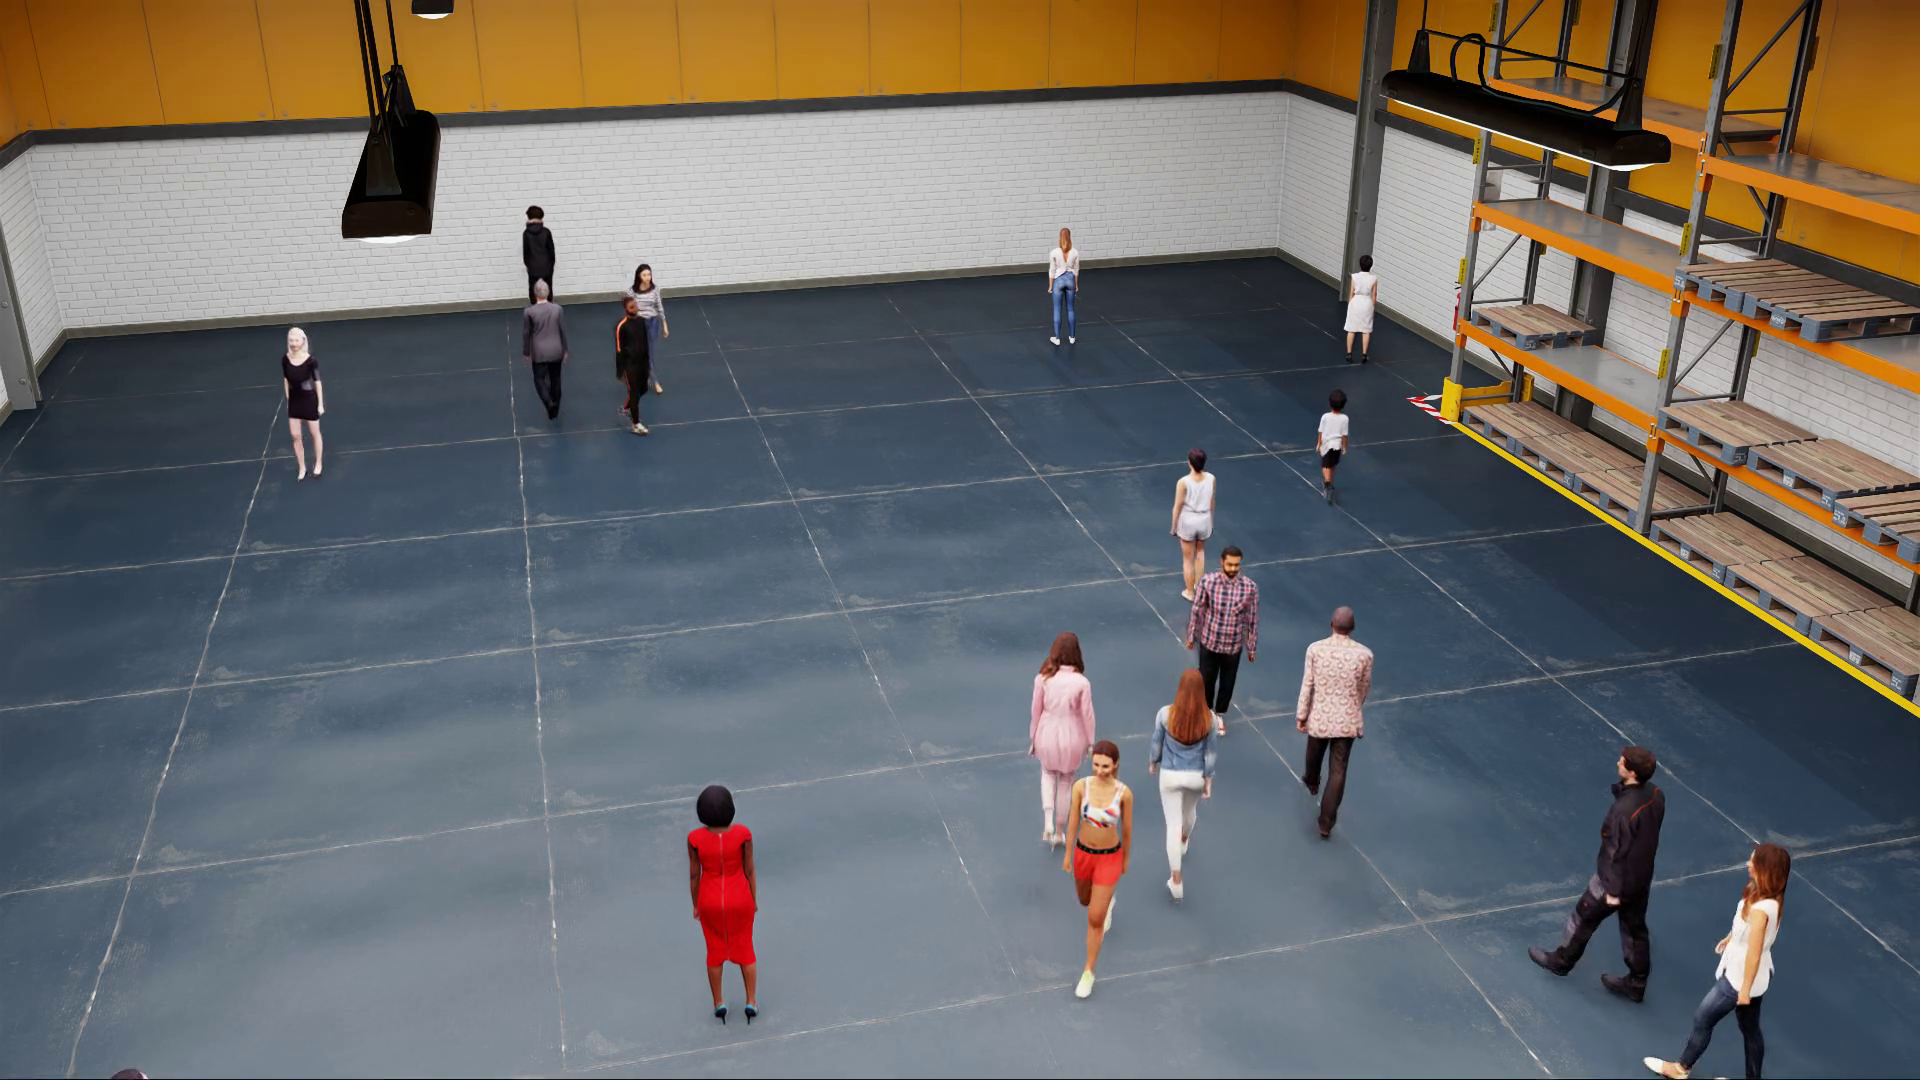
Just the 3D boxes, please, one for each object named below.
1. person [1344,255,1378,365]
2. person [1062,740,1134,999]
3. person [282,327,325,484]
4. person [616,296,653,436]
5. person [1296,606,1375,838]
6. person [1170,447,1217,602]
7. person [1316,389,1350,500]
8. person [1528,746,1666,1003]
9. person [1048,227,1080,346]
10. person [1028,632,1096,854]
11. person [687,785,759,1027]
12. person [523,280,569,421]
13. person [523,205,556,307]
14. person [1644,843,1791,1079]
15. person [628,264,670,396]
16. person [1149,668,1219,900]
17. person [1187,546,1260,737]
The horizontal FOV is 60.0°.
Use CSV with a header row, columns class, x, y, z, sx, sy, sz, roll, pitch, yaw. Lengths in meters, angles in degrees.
class,x,y,z,sx,sy,sz,roll,pitch,yaw
person,5.688,-3.275,23.589,0.635,1.552,0.643,4,24,9
person,0.930,2.085,11.062,0.988,1.765,1.158,8,25,17
person,-7.642,-1.617,19.461,0.711,1.821,0.789,0,24,-1
person,-4.133,-2.209,20.860,1.017,1.785,0.941,13,27,28
person,2.828,1.417,12.595,1.045,1.762,1.216,7,25,15
person,2.335,-0.126,16.328,0.576,1.598,0.566,-7,24,-15
person,4.242,-1.082,18.956,0.628,1.244,0.877,1,24,2
person,4.365,2.203,10.735,1.000,1.811,1.128,-20,30,-38
person,1.528,-3.736,24.436,0.619,1.719,0.532,-4,24,-10
person,0.717,1.550,12.258,0.756,1.787,0.787,5,24,11
person,-1.486,2.323,10.547,0.595,1.741,0.546,-3,24,-6
person,-5.259,-2.387,21.223,0.808,1.820,1.011,-10,25,-21
person,-6.433,-4.229,25.495,0.631,1.773,0.642,-5,24,-11
person,4.759,2.605,9.872,0.987,1.765,0.897,16,28,33
person,-4.242,-2.843,22.350,0.819,1.753,1.139,-13,27,-28
person,1.598,1.770,11.916,0.802,1.658,1.165,0,24,-1
person,2.195,0.816,13.982,0.843,1.751,0.824,2,24,4
